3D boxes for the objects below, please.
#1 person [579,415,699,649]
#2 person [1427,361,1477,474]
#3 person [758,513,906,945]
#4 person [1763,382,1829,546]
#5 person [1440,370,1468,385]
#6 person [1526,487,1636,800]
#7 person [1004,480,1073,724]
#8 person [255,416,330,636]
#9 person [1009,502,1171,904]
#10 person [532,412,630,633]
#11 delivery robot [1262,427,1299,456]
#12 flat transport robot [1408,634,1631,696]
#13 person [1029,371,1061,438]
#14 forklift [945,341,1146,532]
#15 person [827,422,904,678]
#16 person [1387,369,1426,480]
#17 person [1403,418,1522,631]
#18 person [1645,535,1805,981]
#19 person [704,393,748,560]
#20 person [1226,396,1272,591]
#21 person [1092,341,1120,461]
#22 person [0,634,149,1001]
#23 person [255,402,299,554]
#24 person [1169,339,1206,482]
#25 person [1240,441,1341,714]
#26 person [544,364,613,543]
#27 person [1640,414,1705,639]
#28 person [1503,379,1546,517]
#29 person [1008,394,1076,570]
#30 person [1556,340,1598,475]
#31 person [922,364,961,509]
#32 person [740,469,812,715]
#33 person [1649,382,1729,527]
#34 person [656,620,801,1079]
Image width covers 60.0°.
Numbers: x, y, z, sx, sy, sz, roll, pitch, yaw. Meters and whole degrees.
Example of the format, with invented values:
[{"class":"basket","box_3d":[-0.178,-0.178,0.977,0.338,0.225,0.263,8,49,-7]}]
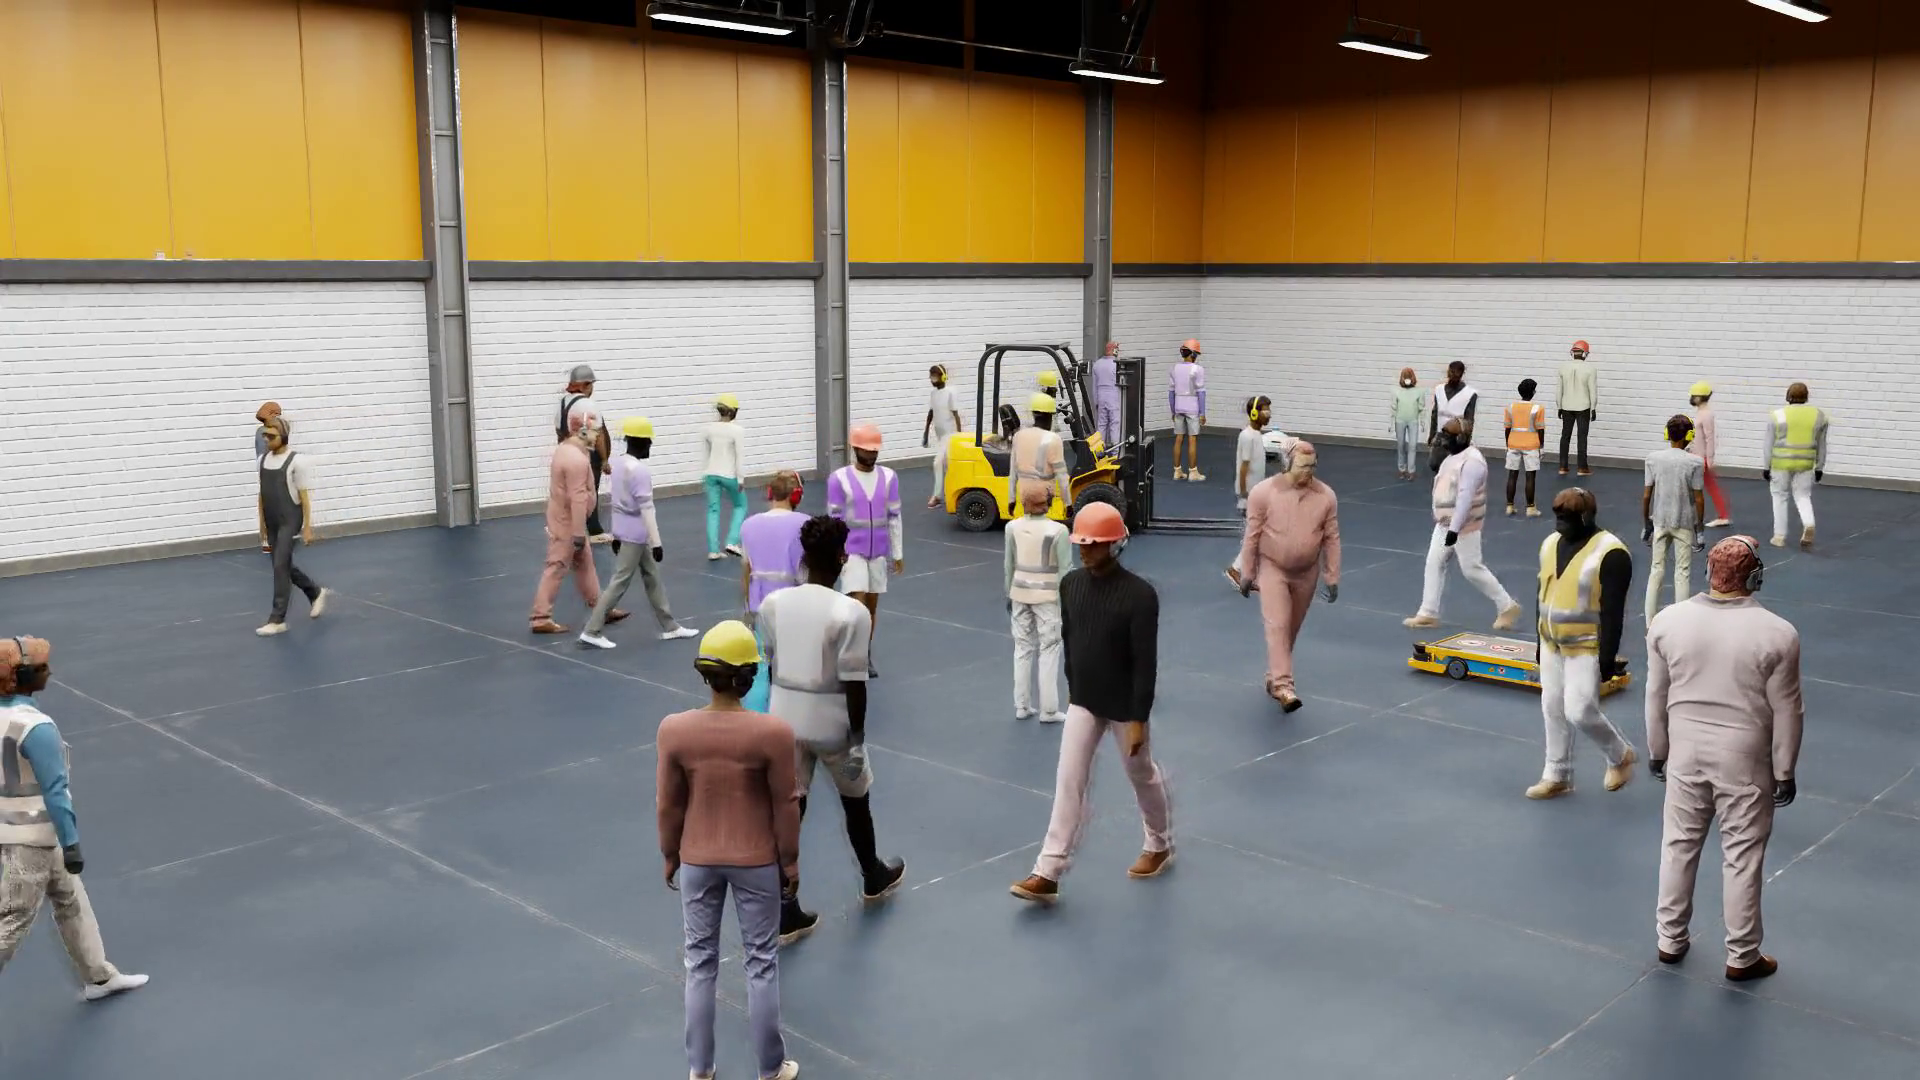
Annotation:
[{"class":"person","box_3d":[-2.623,-0.064,13.340,1.000,1.880,0.607,-5,10,-26]},{"class":"person","box_3d":[6.218,-1.320,20.959,0.491,1.894,0.635,-8,12,-39]},{"class":"person","box_3d":[-0.610,0.832,7.709,0.622,1.908,0.974,5,10,26]},{"class":"person","box_3d":[9.039,-0.798,18.007,0.631,1.821,0.645,1,9,9]},{"class":"person","box_3d":[7.450,-1.884,25.250,0.527,1.616,0.656,-3,10,-16]},{"class":"person","box_3d":[3.533,0.595,9.449,0.527,1.821,0.625,-4,10,-23]},{"class":"person","box_3d":[0.539,0.420,11.164,0.568,1.622,0.315,6,11,33]},{"class":"person","box_3d":[-5.661,-0.146,14.026,0.510,1.821,0.807,4,10,24]},{"class":"person","box_3d":[0.694,0.773,8.031,0.642,1.927,1.081,8,12,42]},{"class":"person","box_3d":[-3.185,-0.141,13.912,0.904,1.848,0.661,-3,10,-18]},{"class":"delivery robot","box_3d":[4.937,-1.527,26.041,0.707,0.478,0.477,9,13,43]},{"class":"flat transport robot","box_3d":[4.118,0.906,12.284,1.431,0.197,0.652,9,13,43]},{"class":"person","box_3d":[1.016,-1.243,20.888,0.929,1.774,0.622,0,9,-3]},{"class":"forklift","box_3d":[0.977,-1.223,19.452,2.313,2.155,1.214,2,9,11]},{"class":"person","box_3d":[-0.692,0.083,12.280,0.548,1.917,0.457,-4,10,-25]},{"class":"person","box_3d":[6.403,-1.648,23.852,0.528,1.594,0.789,2,10,14]},{"class":"person","box_3d":[4.248,-0.128,13.946,0.888,1.809,0.623,-1,9,-7]},{"class":"person","box_3d":[3.282,0.926,7.154,0.639,1.910,0.406,9,13,44]},{"class":"person","box_3d":[-2.457,-0.655,17.361,0.534,1.742,0.474,4,10,24]},{"class":"person","box_3d":[2.775,-0.418,15.576,0.383,1.847,0.565,4,10,21]},{"class":"person","box_3d":[2.387,-2.174,26.185,0.639,1.903,0.407,9,13,44]},{"class":"person","box_3d":[-3.723,1.171,6.592,0.530,1.599,0.848,8,12,42]},{"class":"person","box_3d":[-7.303,-0.655,17.688,0.498,1.633,0.282,9,13,44]},{"class":"person","box_3d":[3.274,-1.851,23.796,0.605,2.035,0.390,9,13,44]},{"class":"person","box_3d":[2.305,0.255,11.429,0.654,1.850,0.997,-2,9,-10]},{"class":"person","box_3d":[-4.165,-0.924,18.089,0.865,2.000,0.687,-7,12,-37]},{"class":"person","box_3d":[5.810,-0.094,13.546,0.521,1.865,0.328,9,13,44]},{"class":"person","box_3d":[6.923,-1.129,20.398,0.531,1.697,0.320,9,13,44]},{"class":"person","box_3d":[0.785,-0.419,15.487,0.976,1.871,0.615,-8,12,-41]},{"class":"person","box_3d":[9.103,-1.947,24.531,0.611,1.986,0.392,9,13,44]},{"class":"person","box_3d":[-0.251,-1.314,21.166,0.800,1.811,0.677,-7,11,-36]},{"class":"person","box_3d":[-1.101,0.449,10.490,0.605,1.788,1.006,3,10,17]},{"class":"person","box_3d":[8.626,-0.992,19.496,0.933,1.710,0.537,2,9,11]},{"class":"person","box_3d":[-0.840,1.169,6.104,0.528,1.765,0.327,1,9,7]}]
